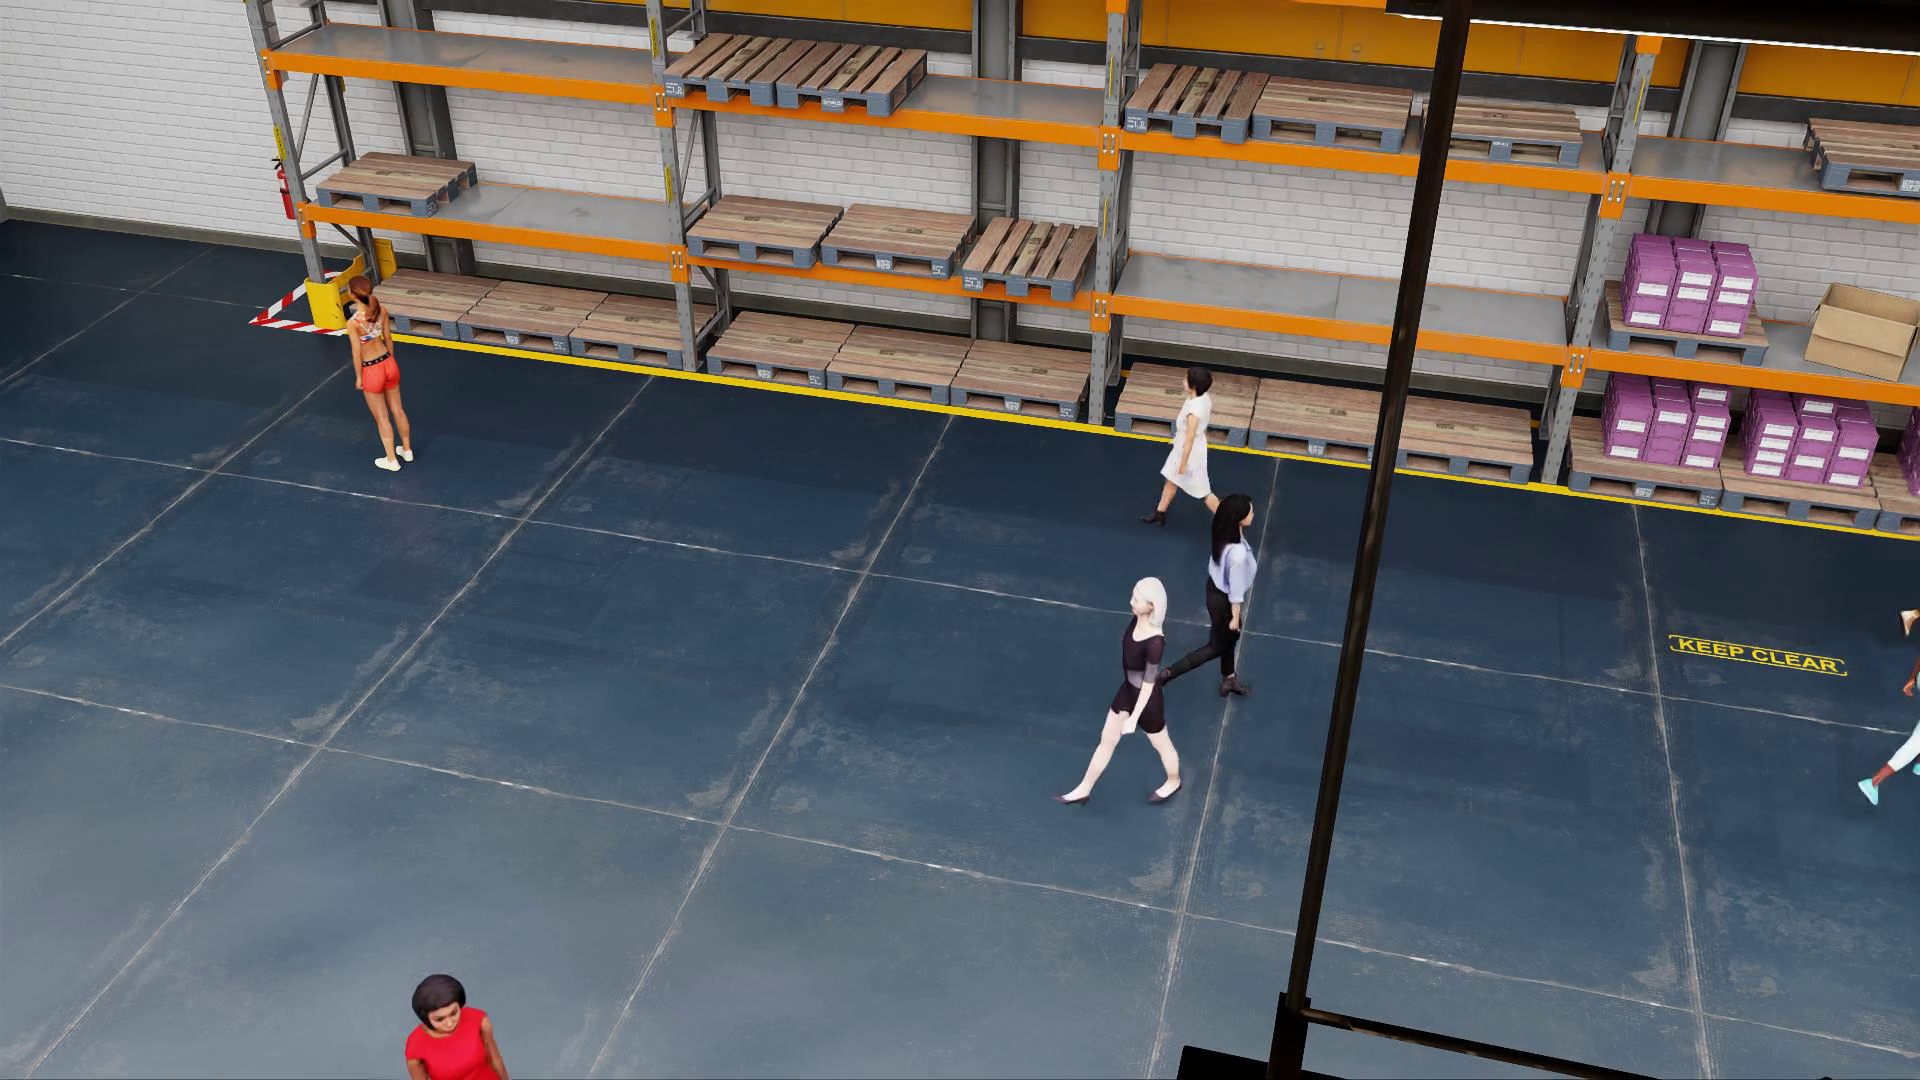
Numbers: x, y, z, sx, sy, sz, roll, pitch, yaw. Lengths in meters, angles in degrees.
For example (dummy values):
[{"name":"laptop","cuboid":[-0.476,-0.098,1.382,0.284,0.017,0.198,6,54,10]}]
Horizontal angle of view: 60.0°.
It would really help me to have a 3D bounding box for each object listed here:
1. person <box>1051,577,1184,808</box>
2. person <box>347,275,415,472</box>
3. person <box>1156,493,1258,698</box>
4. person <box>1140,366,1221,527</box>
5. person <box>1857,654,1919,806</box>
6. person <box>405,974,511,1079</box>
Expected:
[{"name":"person","cuboid":[1.245,1.012,10.534,1.203,1.789,0.991,-10,35,-14]},{"name":"person","cuboid":[-4.965,-1.429,14.204,0.667,1.792,0.645,20,39,27]},{"name":"person","cuboid":[1.719,0.444,11.450,1.143,1.722,0.908,-4,34,-6]},{"name":"person","cuboid":[1.931,-0.659,13.292,1.011,1.519,0.549,10,35,14]},{"name":"person","cuboid":[6.226,0.998,10.654,1.189,1.681,1.107,-16,37,-22]},{"name":"person","cuboid":[-2.421,2.696,8.050,0.740,1.734,0.810,-26,42,-33]}]
